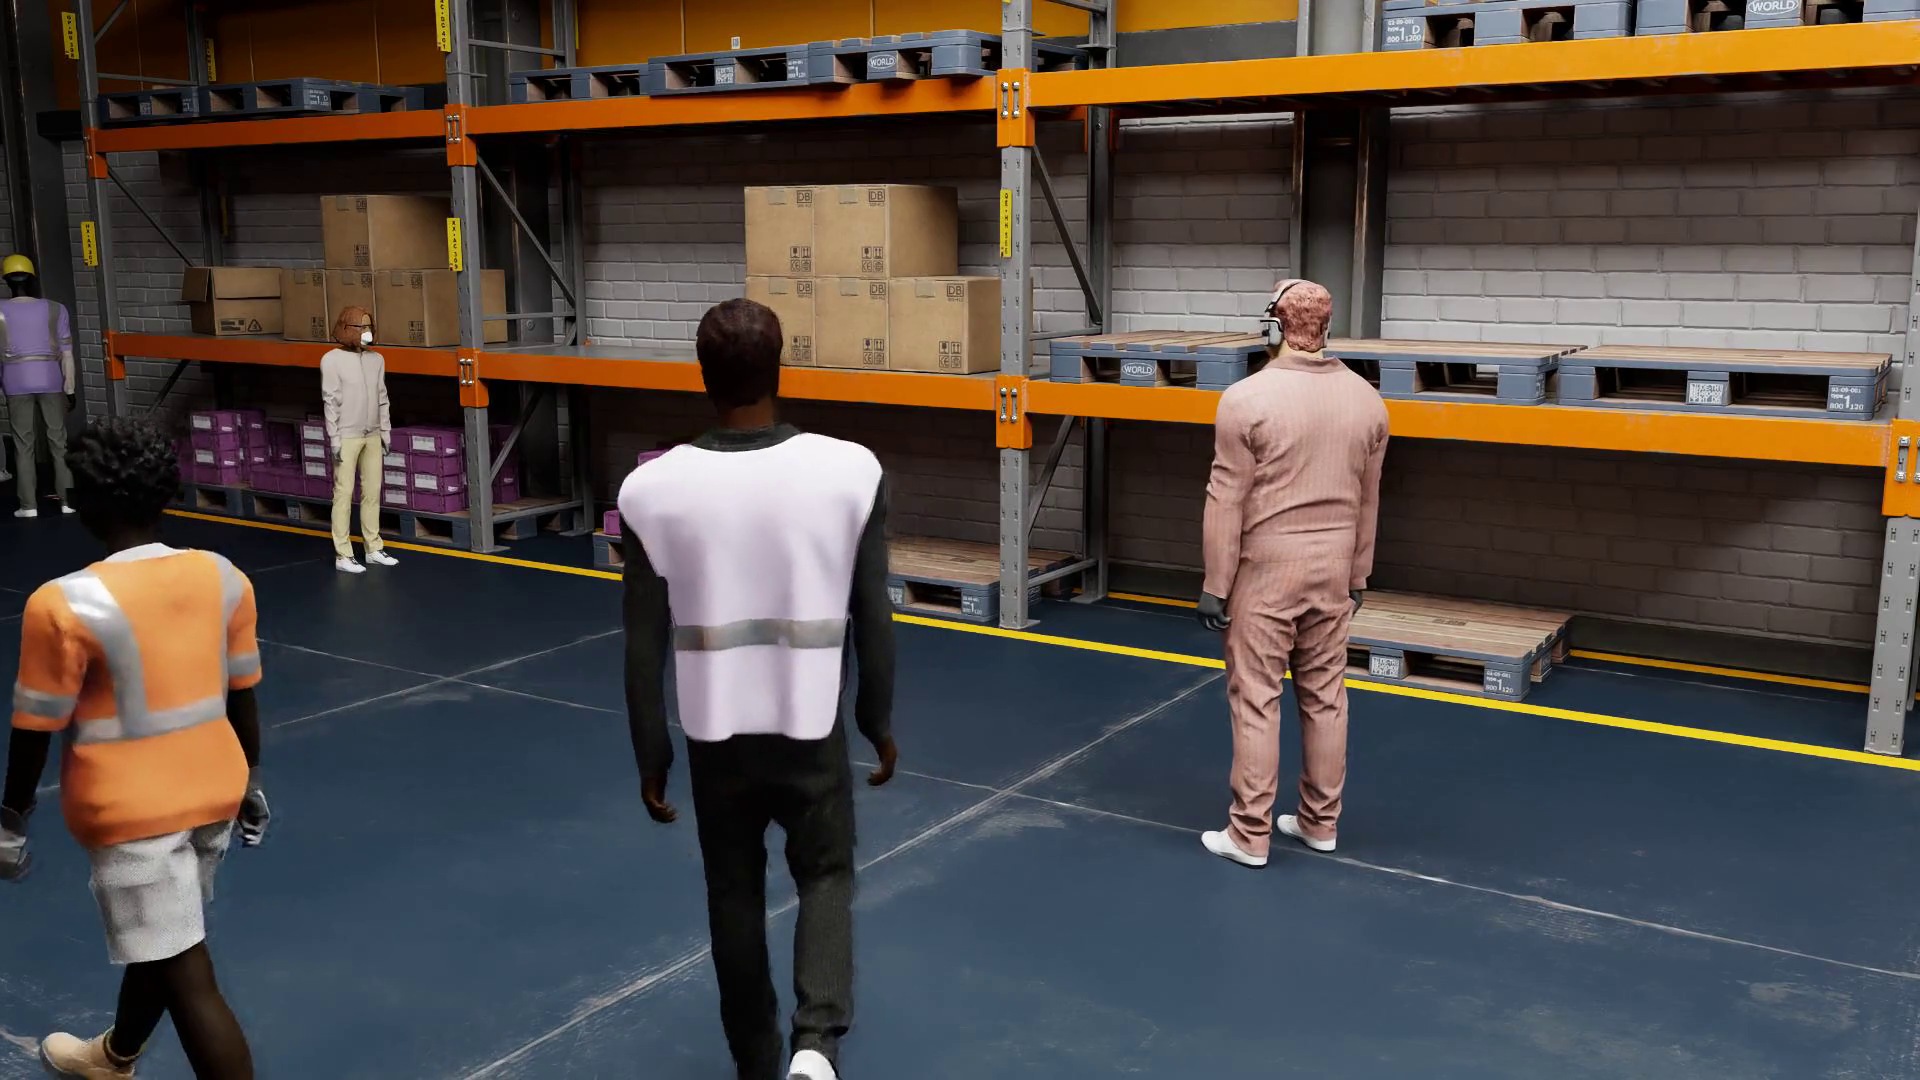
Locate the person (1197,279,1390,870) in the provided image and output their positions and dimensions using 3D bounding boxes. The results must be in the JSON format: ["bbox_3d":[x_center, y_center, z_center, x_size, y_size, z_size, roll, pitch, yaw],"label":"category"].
[{"bbox_3d":[1.061,0.111,5.425,0.647,1.901,0.402,-5,11,-24],"label":"person"}]

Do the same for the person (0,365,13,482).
[{"bbox_3d":[-8.242,-1.399,13.854,0.514,1.873,0.329,-5,12,-28],"label":"person"}]

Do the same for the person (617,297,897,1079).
[{"bbox_3d":[-0.433,0.422,3.684,0.615,1.902,0.681,-1,10,-7],"label":"person"}]

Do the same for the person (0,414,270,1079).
[{"bbox_3d":[-1.804,0.565,3.566,0.848,1.656,0.538,3,11,18],"label":"person"}]

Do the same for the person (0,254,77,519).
[{"bbox_3d":[-6.768,-1.109,12.118,0.585,1.917,0.382,-8,13,-38],"label":"person"}]

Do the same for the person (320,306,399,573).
[{"bbox_3d":[-3.695,-0.620,10.219,0.277,1.629,0.497,5,11,27],"label":"person"}]
